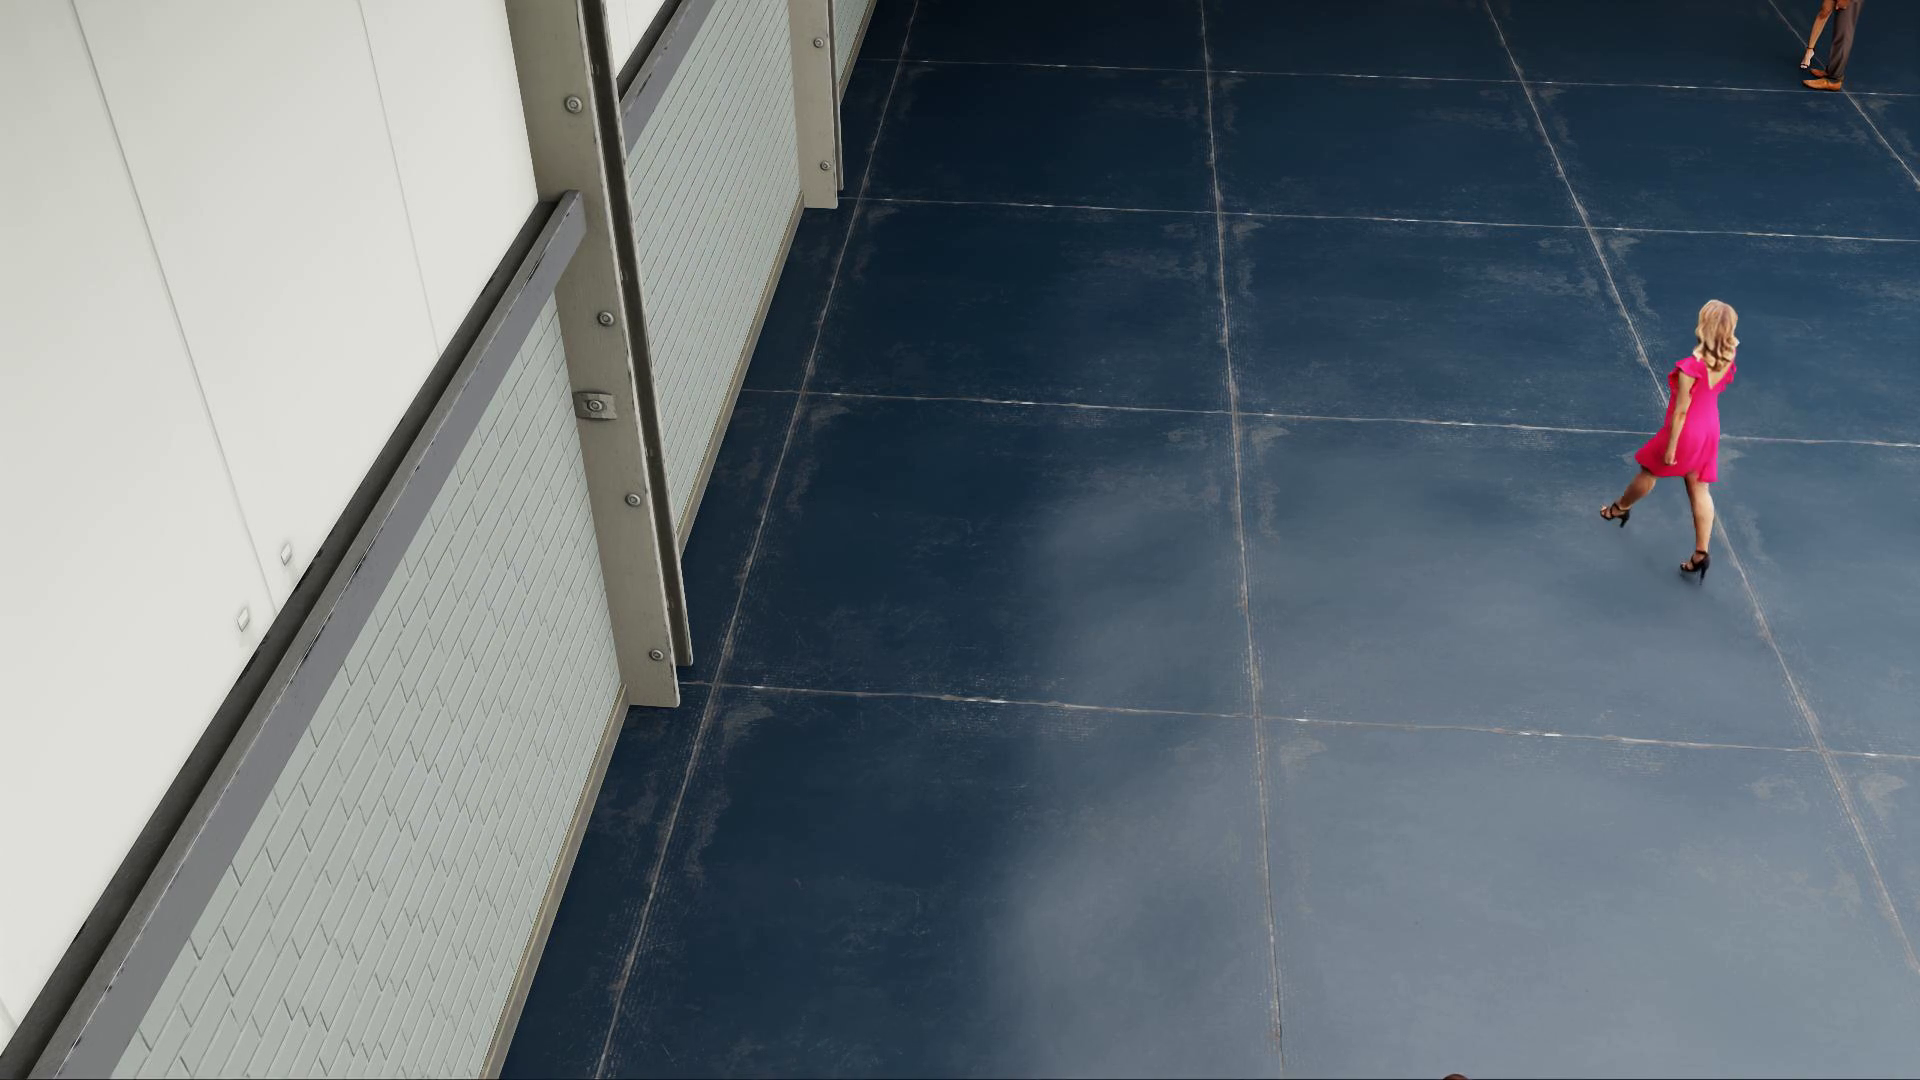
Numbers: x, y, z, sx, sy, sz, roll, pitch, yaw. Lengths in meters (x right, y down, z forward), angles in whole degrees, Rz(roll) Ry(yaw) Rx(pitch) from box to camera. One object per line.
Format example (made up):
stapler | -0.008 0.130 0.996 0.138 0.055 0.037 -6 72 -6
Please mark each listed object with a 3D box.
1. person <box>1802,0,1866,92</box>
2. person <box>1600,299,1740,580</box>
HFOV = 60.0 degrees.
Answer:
person | 8.242 -5.099 15.284 0.846 1.908 0.727 22 43 26
person | 4.289 -0.538 9.644 0.906 1.674 1.123 -15 40 -18
